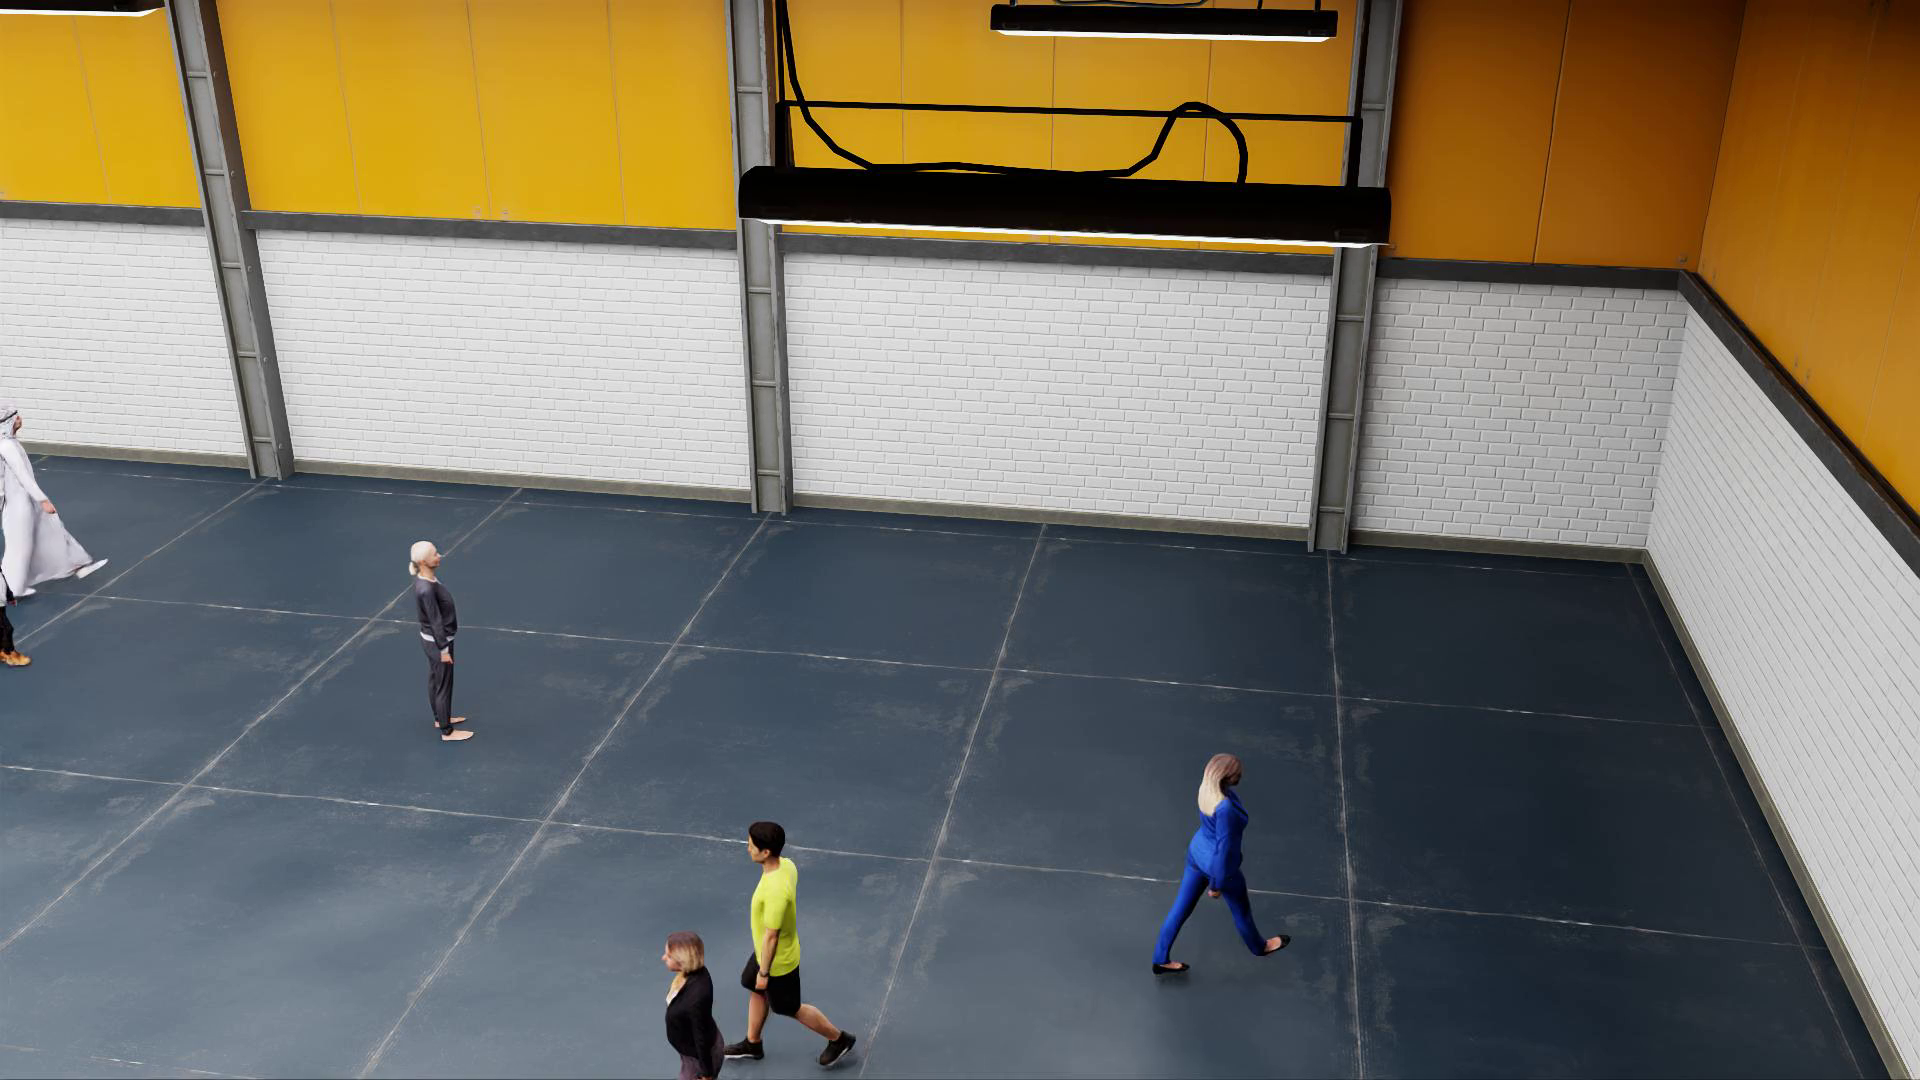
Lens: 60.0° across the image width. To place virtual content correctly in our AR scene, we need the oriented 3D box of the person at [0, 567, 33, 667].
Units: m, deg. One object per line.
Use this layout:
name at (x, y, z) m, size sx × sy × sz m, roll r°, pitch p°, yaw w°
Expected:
person at (-8.651, 0.547, 14.797) m, size 0.647 × 1.216 × 0.573 m, roll -2°, pitch 24°, yaw -5°

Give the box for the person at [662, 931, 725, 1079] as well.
person at (-1.306, 2.826, 9.030) m, size 0.737 × 1.659 × 0.705 m, roll -5°, pitch 24°, yaw -12°

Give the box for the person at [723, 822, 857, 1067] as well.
person at (-1.010, 2.439, 9.890) m, size 1.142 × 1.679 × 0.858 m, roll -4°, pitch 24°, yaw -8°

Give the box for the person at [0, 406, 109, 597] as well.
person at (-9.108, -0.325, 15.960) m, size 1.312 × 1.881 × 1.163 m, roll -11°, pitch 26°, yaw -24°

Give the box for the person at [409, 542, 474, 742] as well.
person at (-4.274, 0.802, 13.575) m, size 0.712 × 1.727 × 0.681 m, roll -12°, pitch 26°, yaw -25°

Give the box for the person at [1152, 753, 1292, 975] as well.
person at (1.520, 2.126, 10.650) m, size 1.266 × 1.645 × 0.990 m, roll -6°, pitch 24°, yaw -14°
